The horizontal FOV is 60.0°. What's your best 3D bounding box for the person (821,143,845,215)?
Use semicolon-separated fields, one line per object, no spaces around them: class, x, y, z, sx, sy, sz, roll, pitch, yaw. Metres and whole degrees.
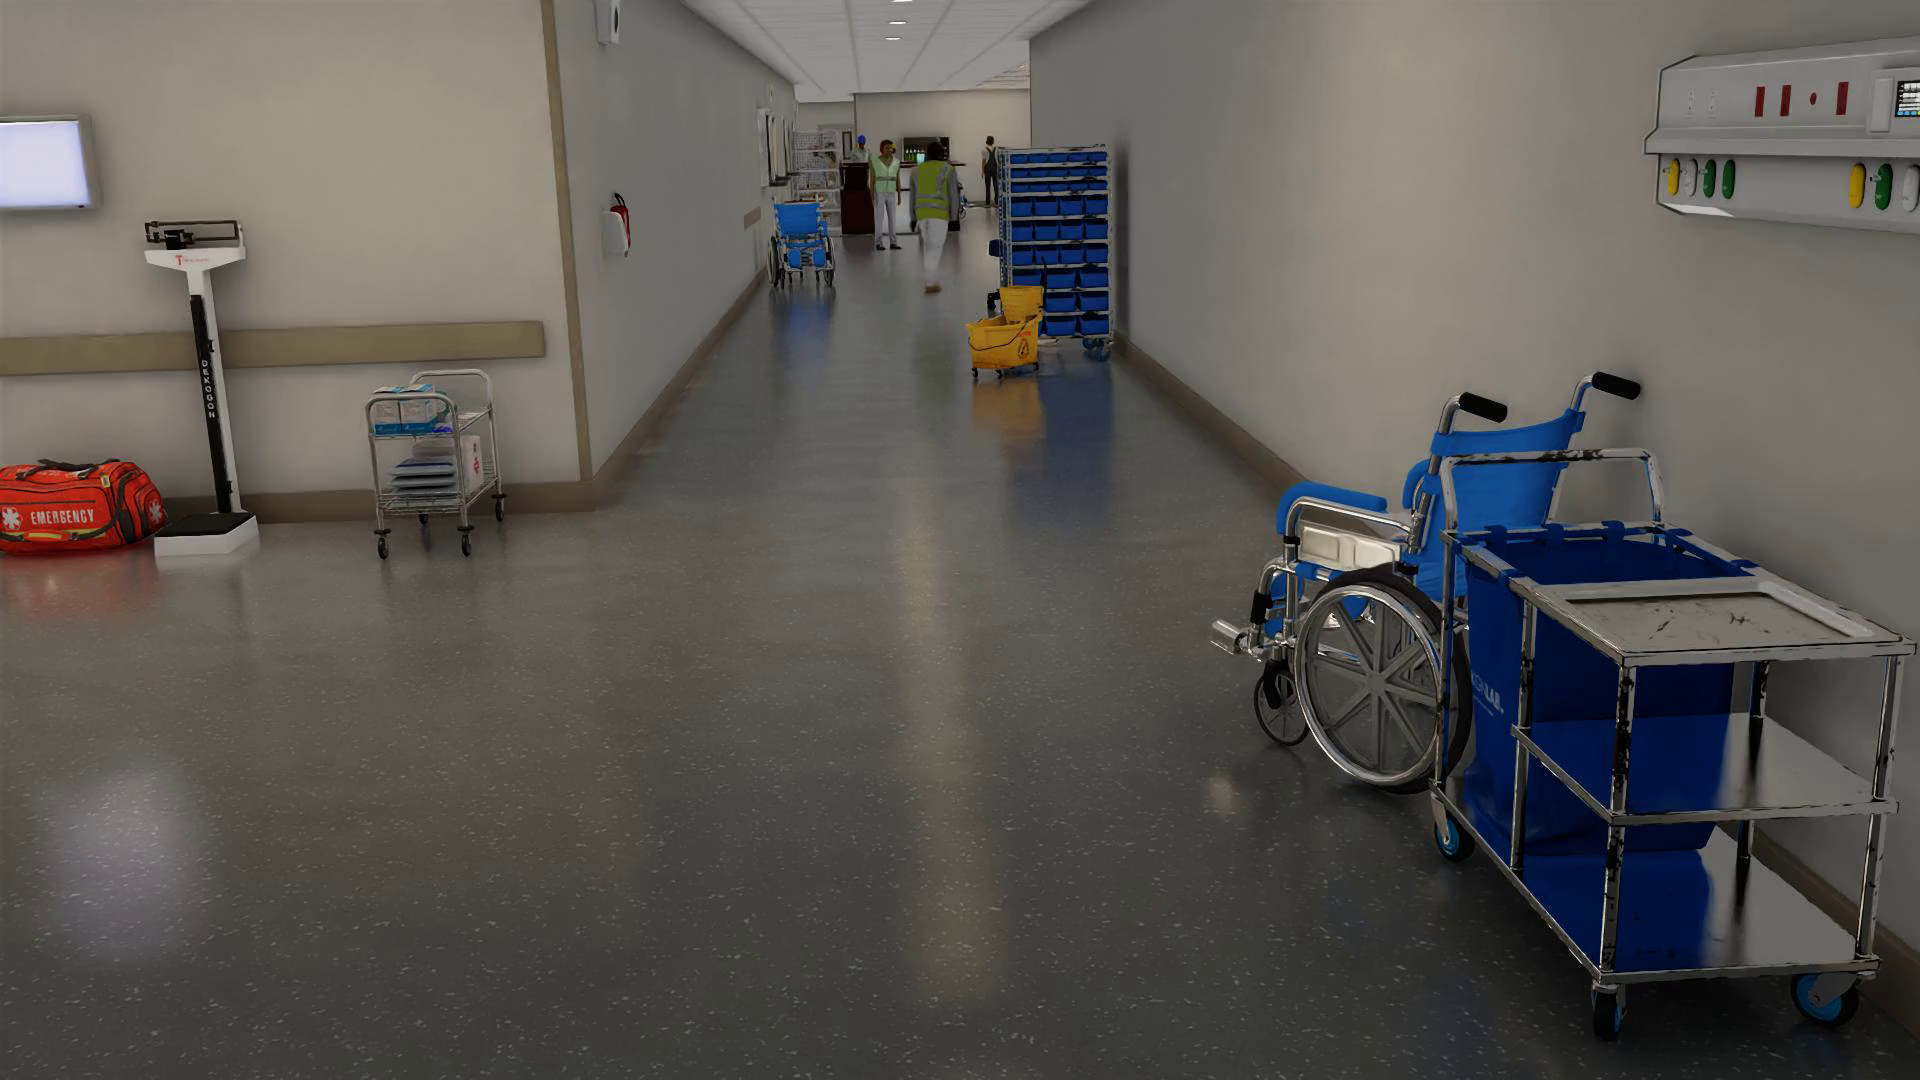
person;-3.187;-8.993;41.461;0.638;1.794;0.984;-13;18;-40

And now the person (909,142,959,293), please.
person;-0.294;-3.934;20.306;0.632;1.803;0.729;7;16;31

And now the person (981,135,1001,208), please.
person;0.801;-9.488;42.885;0.512;1.845;0.340;-5;14;-15

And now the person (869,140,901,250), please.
person;-1.270;-5.847;28.200;0.575;1.834;0.415;-9;15;-27

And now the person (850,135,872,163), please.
person;-2.470;-9.246;42.073;0.605;1.944;0.402;-8;15;-26

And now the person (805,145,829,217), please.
person;-3.465;-8.710;40.416;0.563;1.742;0.361;-2;14;-2
